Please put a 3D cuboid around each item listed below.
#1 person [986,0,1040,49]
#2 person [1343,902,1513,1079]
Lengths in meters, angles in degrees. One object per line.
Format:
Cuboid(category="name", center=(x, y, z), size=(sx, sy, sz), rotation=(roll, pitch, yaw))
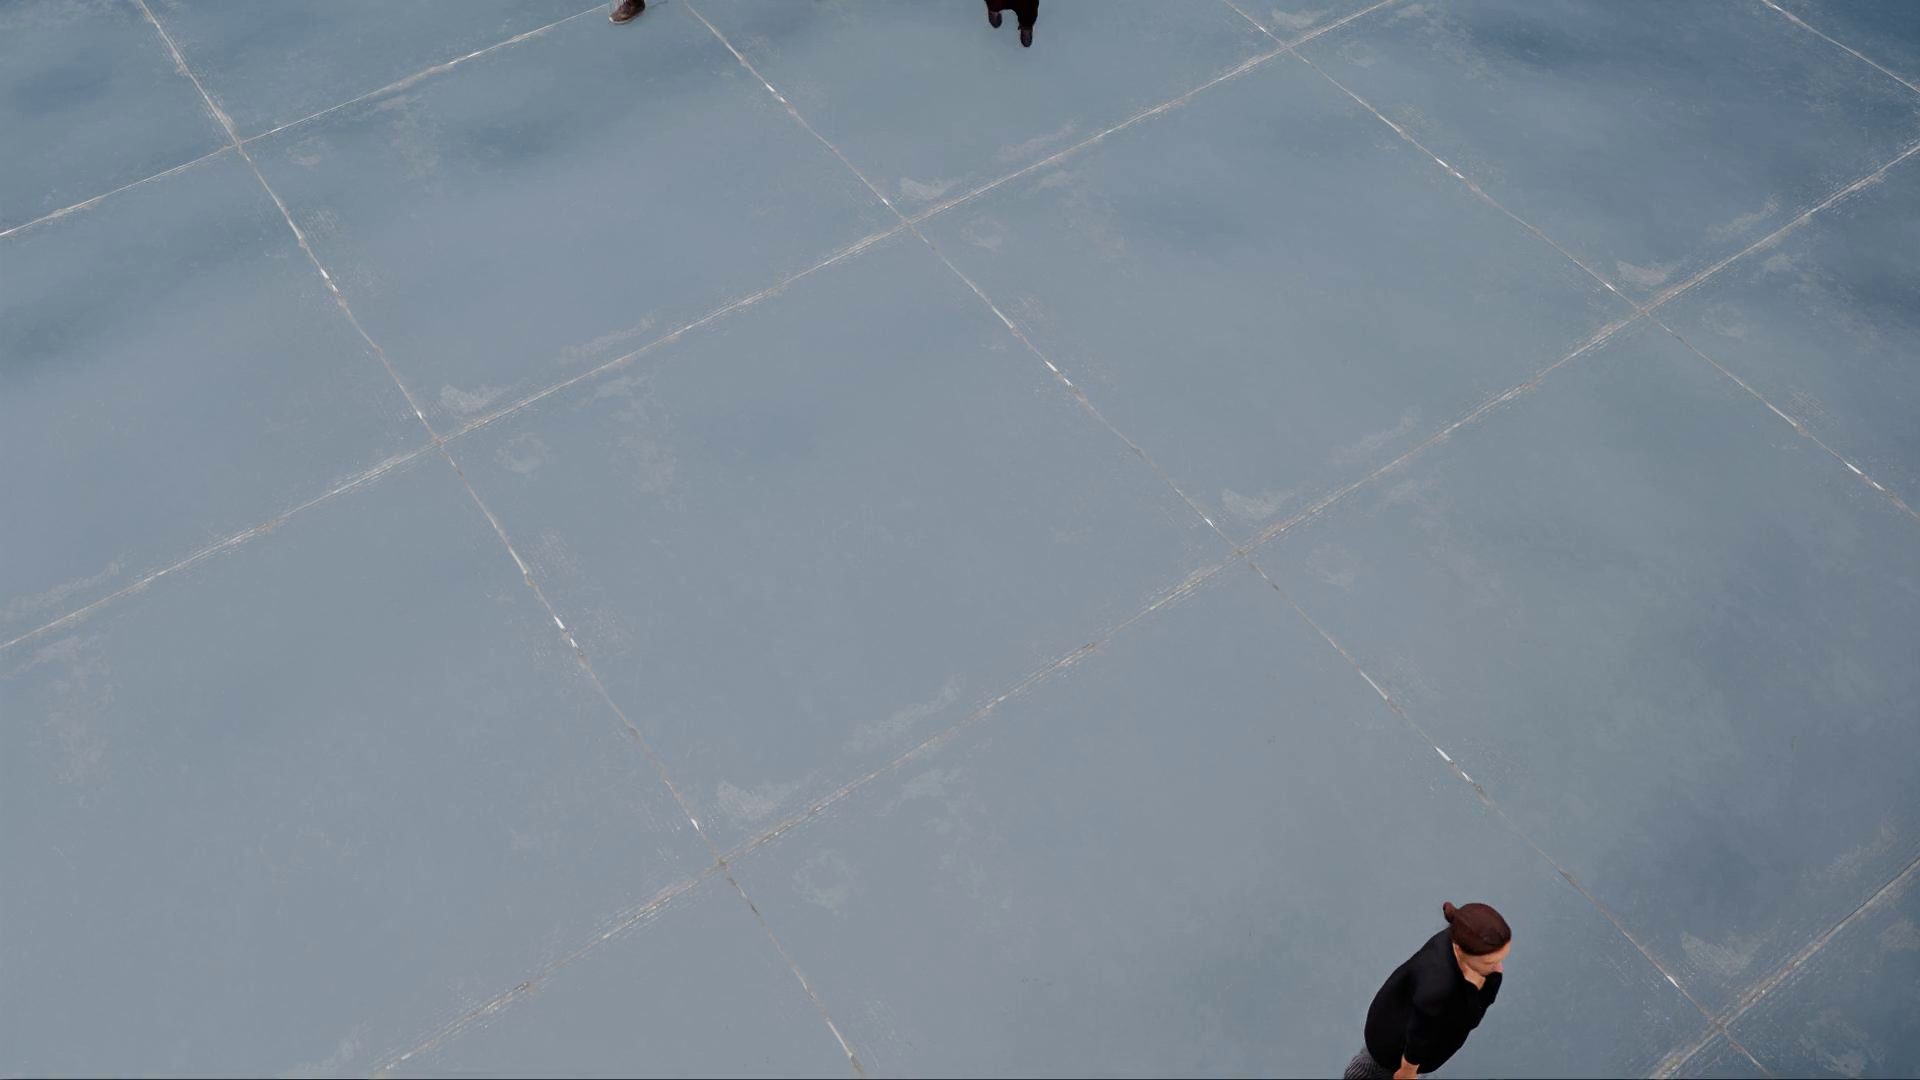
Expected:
Cuboid(category="person", center=(0.259, -3.987, 10.398), size=(0.863, 1.741, 0.929), rotation=(0, 52, 0))
Cuboid(category="person", center=(1.646, 1.721, 5.994), size=(0.674, 1.716, 0.708), rotation=(31, 58, 22))
